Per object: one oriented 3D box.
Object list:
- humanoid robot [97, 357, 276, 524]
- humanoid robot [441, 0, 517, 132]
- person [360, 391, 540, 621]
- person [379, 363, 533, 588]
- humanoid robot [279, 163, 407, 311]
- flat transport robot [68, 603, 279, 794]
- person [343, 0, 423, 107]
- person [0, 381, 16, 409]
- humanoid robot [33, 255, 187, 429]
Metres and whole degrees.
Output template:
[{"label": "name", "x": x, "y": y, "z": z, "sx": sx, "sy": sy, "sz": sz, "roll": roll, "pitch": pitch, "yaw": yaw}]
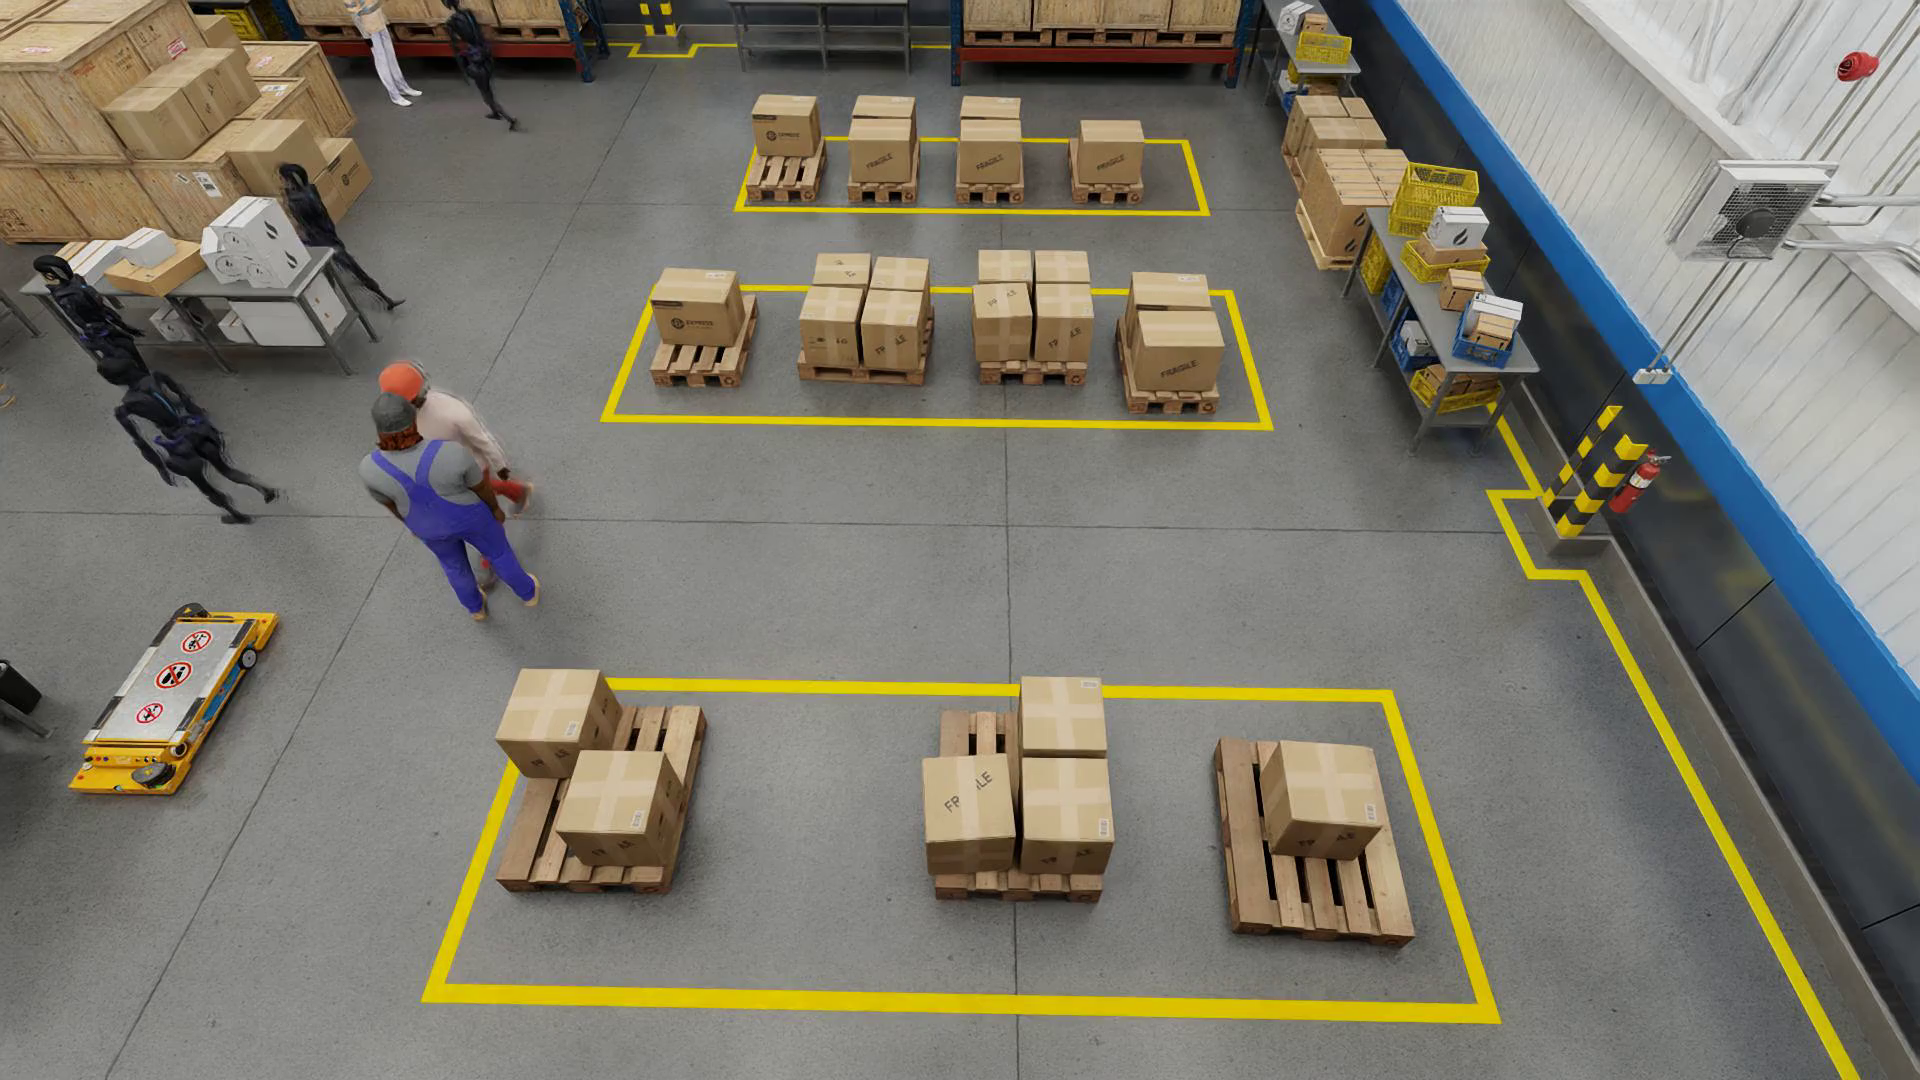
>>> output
[{"label": "humanoid robot", "x": -5.945, "y": -0.740, "z": 7.072, "sx": 0.446, "sy": 1.649, "sz": 0.596, "roll": 6, "pitch": 50, "yaw": 5}, {"label": "humanoid robot", "x": -6.081, "y": -6.077, "z": 11.605, "sx": 0.634, "sy": 1.638, "sz": 0.595, "roll": 11, "pitch": 51, "yaw": 9}, {"label": "person", "x": -3.551, "y": -0.226, "z": 6.398, "sx": 0.683, "sy": 2.000, "sz": 0.537, "roll": -13, "pitch": 51, "yaw": -11}, {"label": "person", "x": -3.687, "y": -0.594, "z": 6.770, "sx": 0.642, "sy": 1.957, "sz": 0.945, "roll": 12, "pitch": 51, "yaw": 10}, {"label": "humanoid robot", "x": -6.129, "y": -2.847, "z": 8.882, "sx": 0.805, "sy": 1.613, "sz": 0.560, "roll": 2, "pitch": 50, "yaw": 1}, {"label": "flat transport robot", "x": -5.504, "y": 1.072, "z": 6.442, "sx": 0.652, "sy": 0.197, "sz": 1.431, "roll": 1, "pitch": 50, "yaw": 1}, {"label": "person", "x": -7.648, "y": -6.729, "z": 11.977, "sx": 0.379, "sy": 1.924, "sz": 0.587, "roll": 5, "pitch": 50, "yaw": 4}, {"label": "person", "x": -9.138, "y": -1.922, "z": 7.933, "sx": 0.355, "sy": 1.887, "sz": 0.573, "roll": -37, "pitch": 59, "yaw": -27}, {"label": "humanoid robot", "x": -7.269, "y": -1.706, "z": 7.879, "sx": 0.319, "sy": 1.657, "sz": 0.612, "roll": -19, "pitch": 52, "yaw": -15}]
